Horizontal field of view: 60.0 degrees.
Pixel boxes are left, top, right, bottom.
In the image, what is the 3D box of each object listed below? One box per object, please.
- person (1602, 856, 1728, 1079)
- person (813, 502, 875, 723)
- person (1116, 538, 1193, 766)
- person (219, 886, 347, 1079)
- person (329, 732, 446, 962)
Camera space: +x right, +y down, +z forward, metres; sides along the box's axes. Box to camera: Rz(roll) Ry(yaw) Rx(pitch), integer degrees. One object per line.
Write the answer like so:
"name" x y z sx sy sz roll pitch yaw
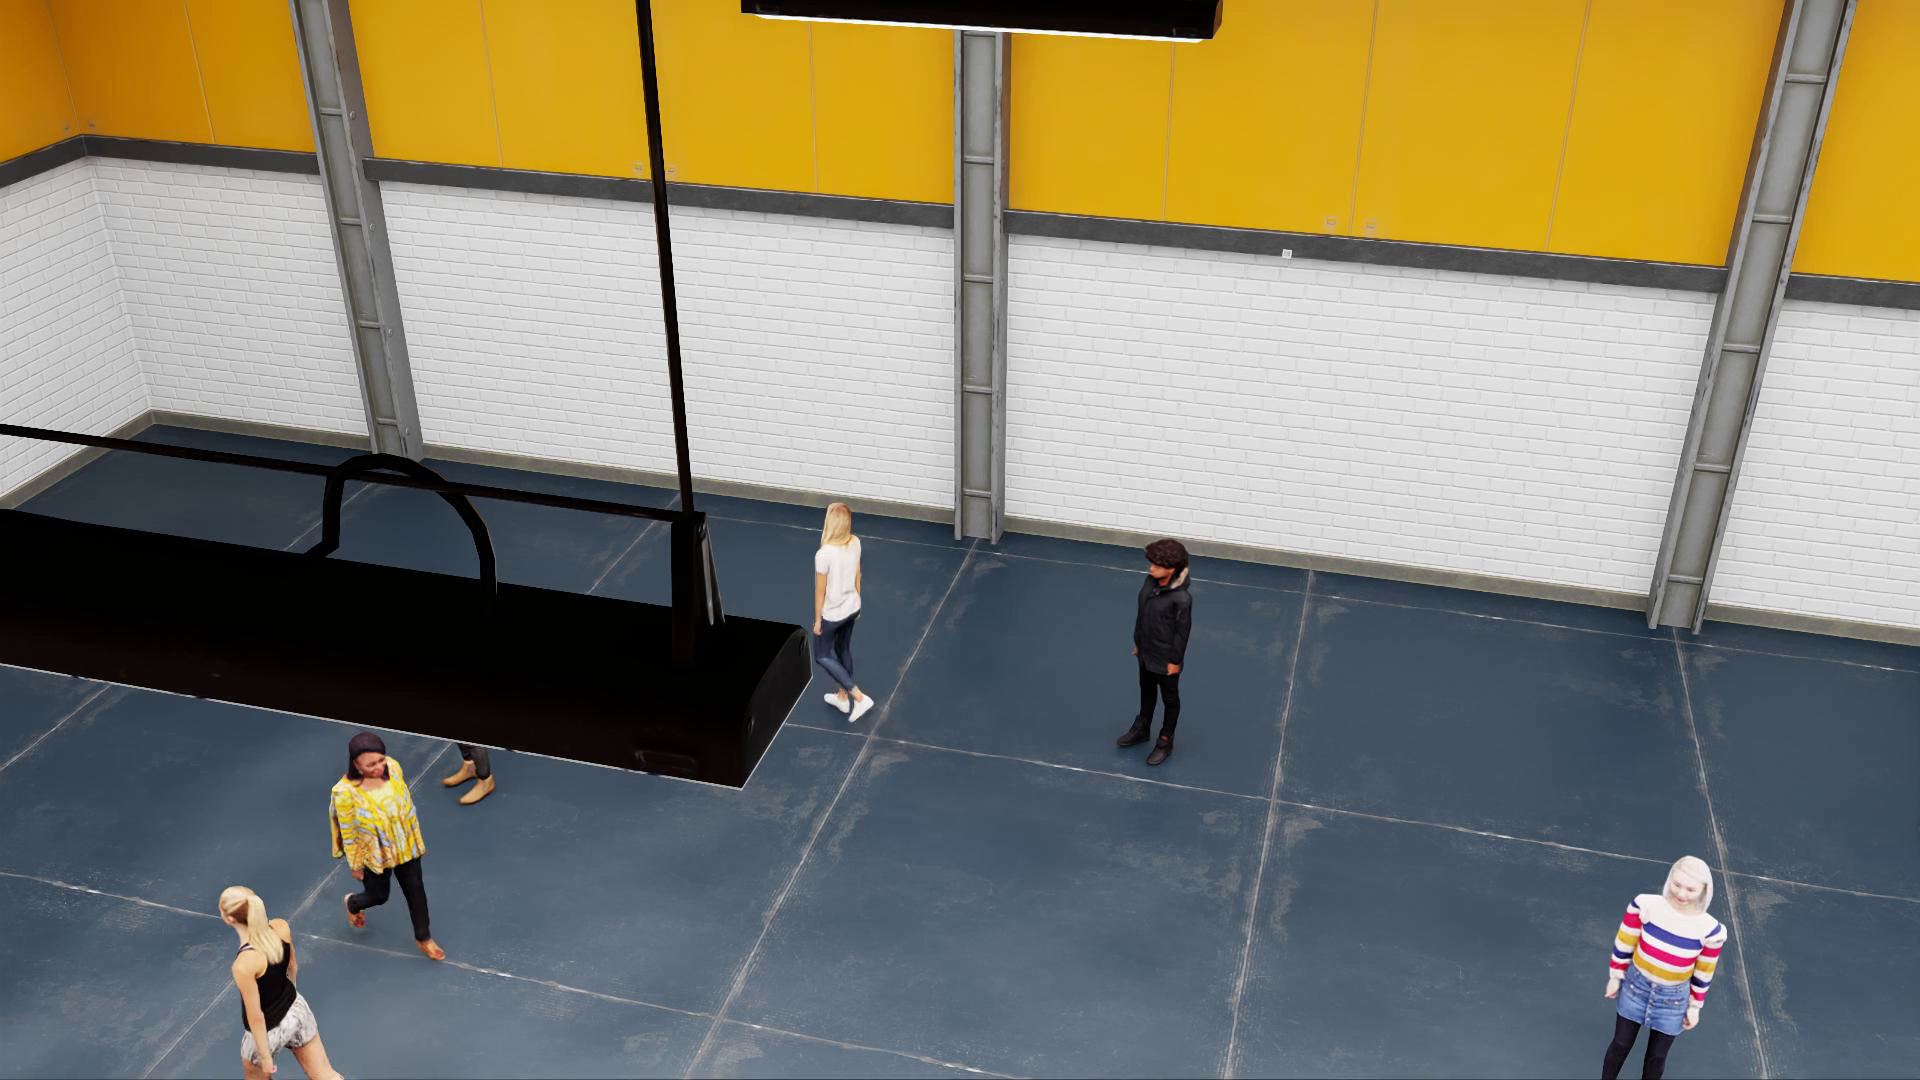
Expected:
"person" 3.720 2.418 8.887 0.563 1.808 0.768 16 32 27
"person" -0.836 0.578 12.277 0.938 1.791 0.808 23 36 36
"person" 1.445 0.766 11.951 0.793 1.774 0.716 -20 34 -32
"person" -3.460 2.548 8.662 1.195 1.796 0.645 8 30 14
"person" -3.557 1.850 10.114 1.091 1.631 0.889 17 33 29
